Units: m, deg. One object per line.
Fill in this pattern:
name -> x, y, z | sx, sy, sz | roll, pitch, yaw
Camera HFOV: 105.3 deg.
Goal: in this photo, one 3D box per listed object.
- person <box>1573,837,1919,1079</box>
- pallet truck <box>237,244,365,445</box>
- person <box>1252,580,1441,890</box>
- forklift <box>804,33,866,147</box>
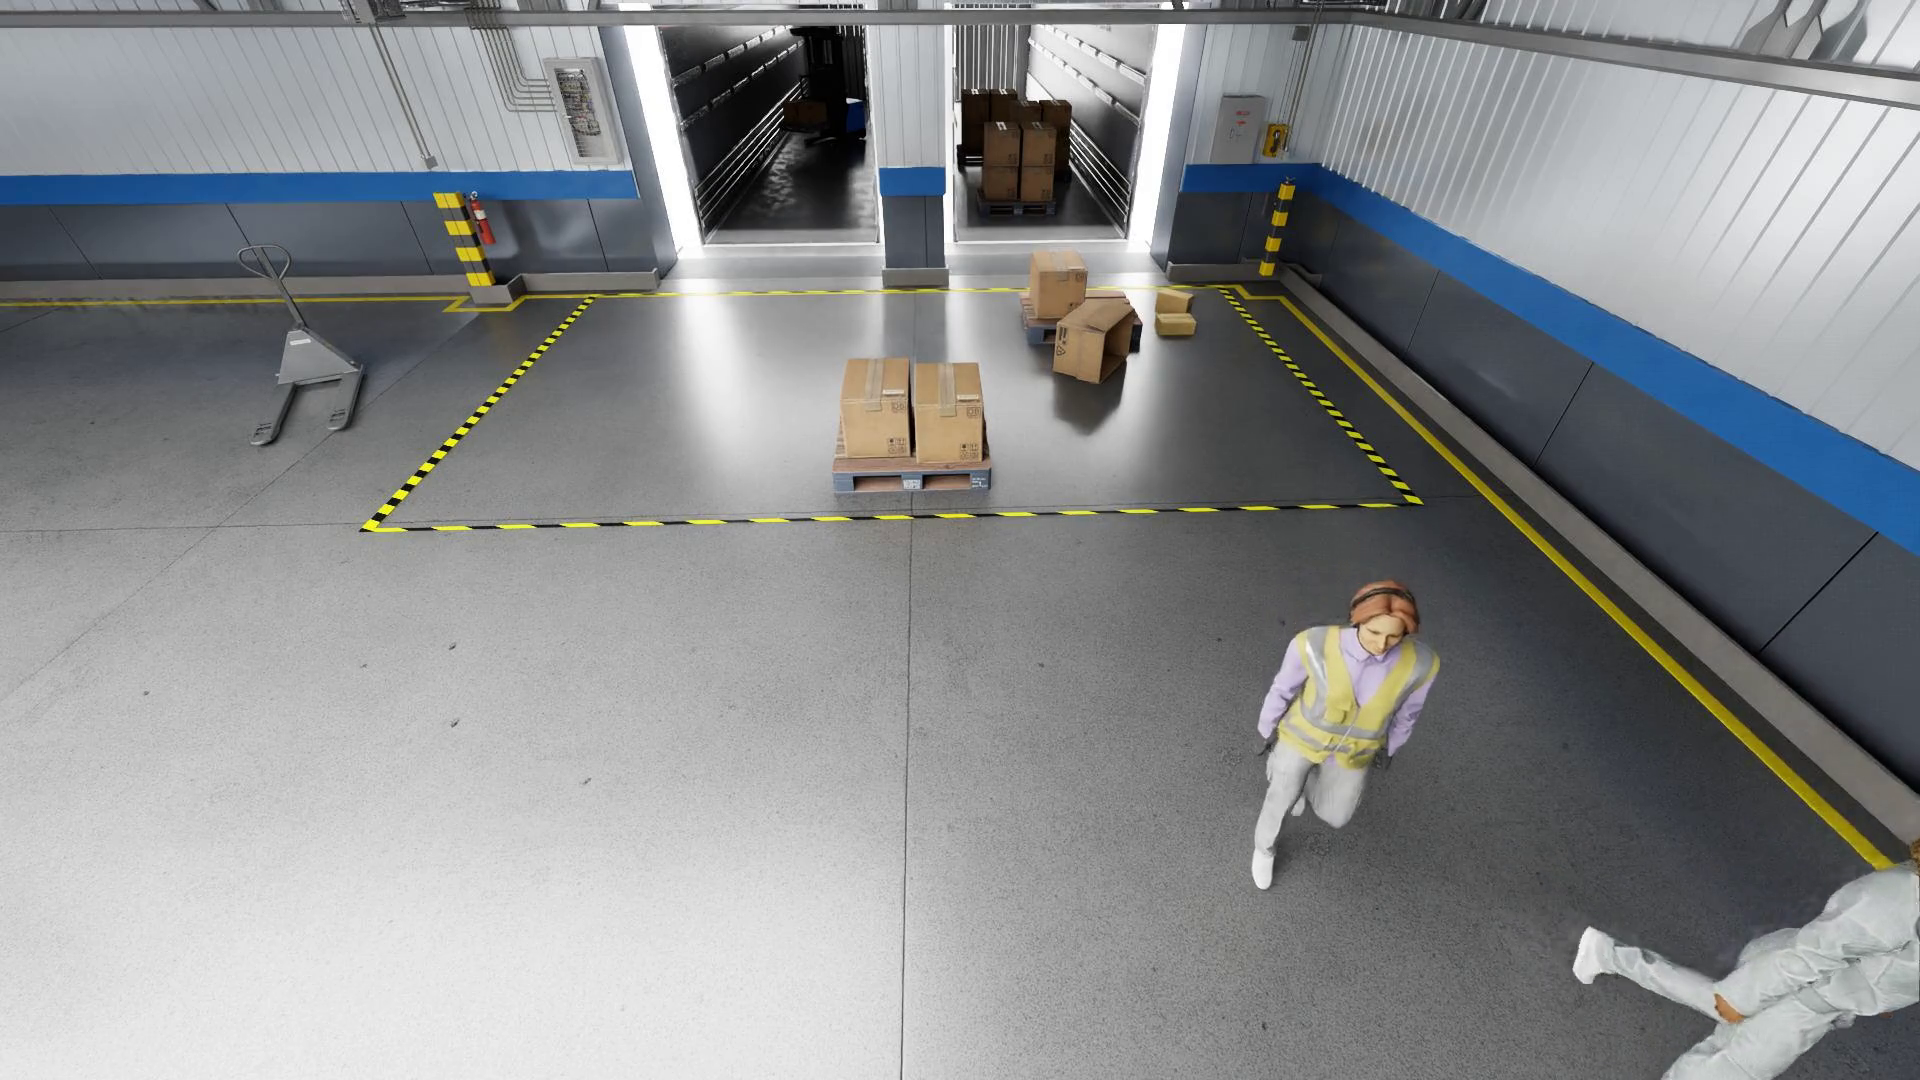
person -> 2.468, 1.270, 2.189 | 0.491, 1.719, 0.719 | -10, 40, -13
pallet truck -> -5.915, -1.733, 6.366 | 0.680, 1.201, 1.601 | -18, 42, -21
person -> 1.440, 0.760, 2.910 | 0.524, 1.619, 0.544 | 9, 39, 11
forklift -> -2.628, -9.748, 15.821 | 0.716, 2.013, 0.776 | 19, 42, 23
